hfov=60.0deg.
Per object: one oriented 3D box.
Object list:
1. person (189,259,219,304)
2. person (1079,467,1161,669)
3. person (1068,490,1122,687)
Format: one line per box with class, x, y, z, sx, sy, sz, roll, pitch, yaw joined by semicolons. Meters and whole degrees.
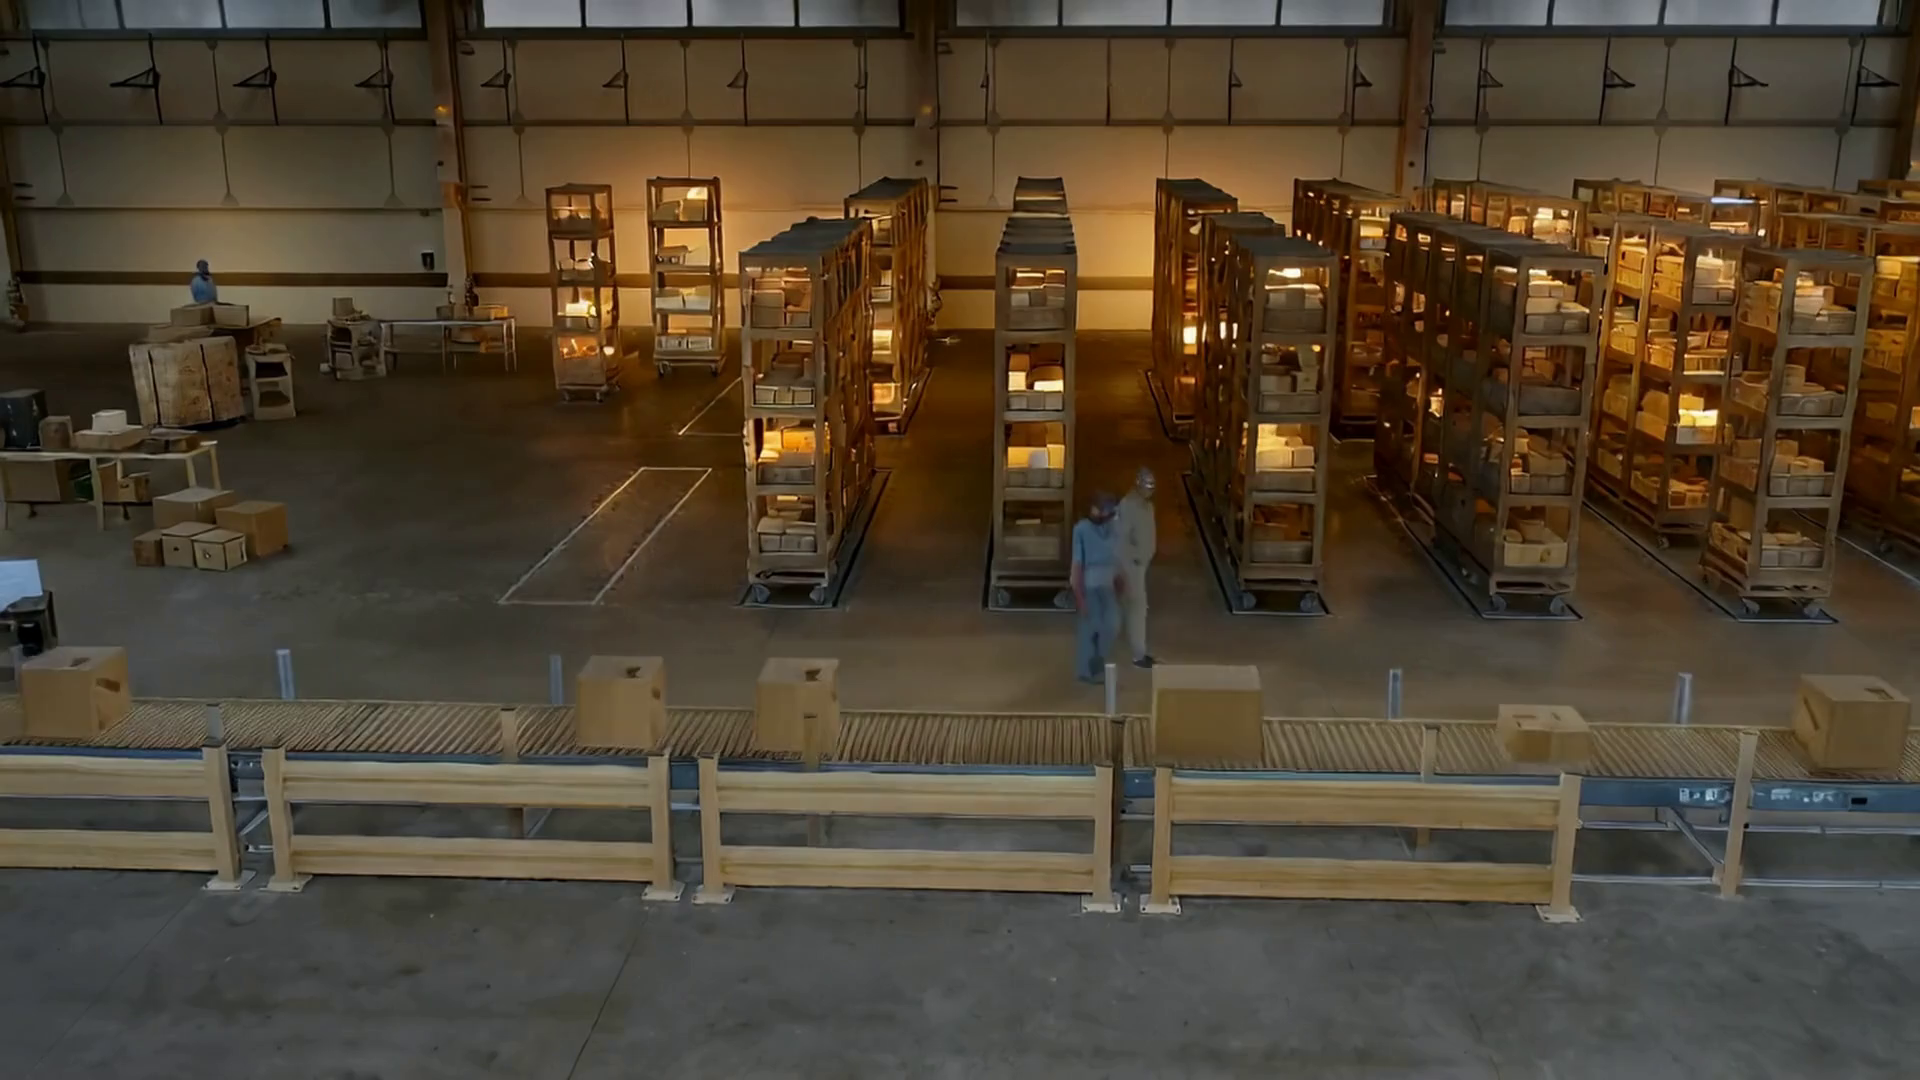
person;-14.883;-4.582;32.873;0.357;1.936;0.551;12;19;38
person;1.478;0.224;15.166;0.814;1.874;0.666;7;16;23
person;1.180;0.424;14.527;0.609;1.808;0.487;-14;21;-43
